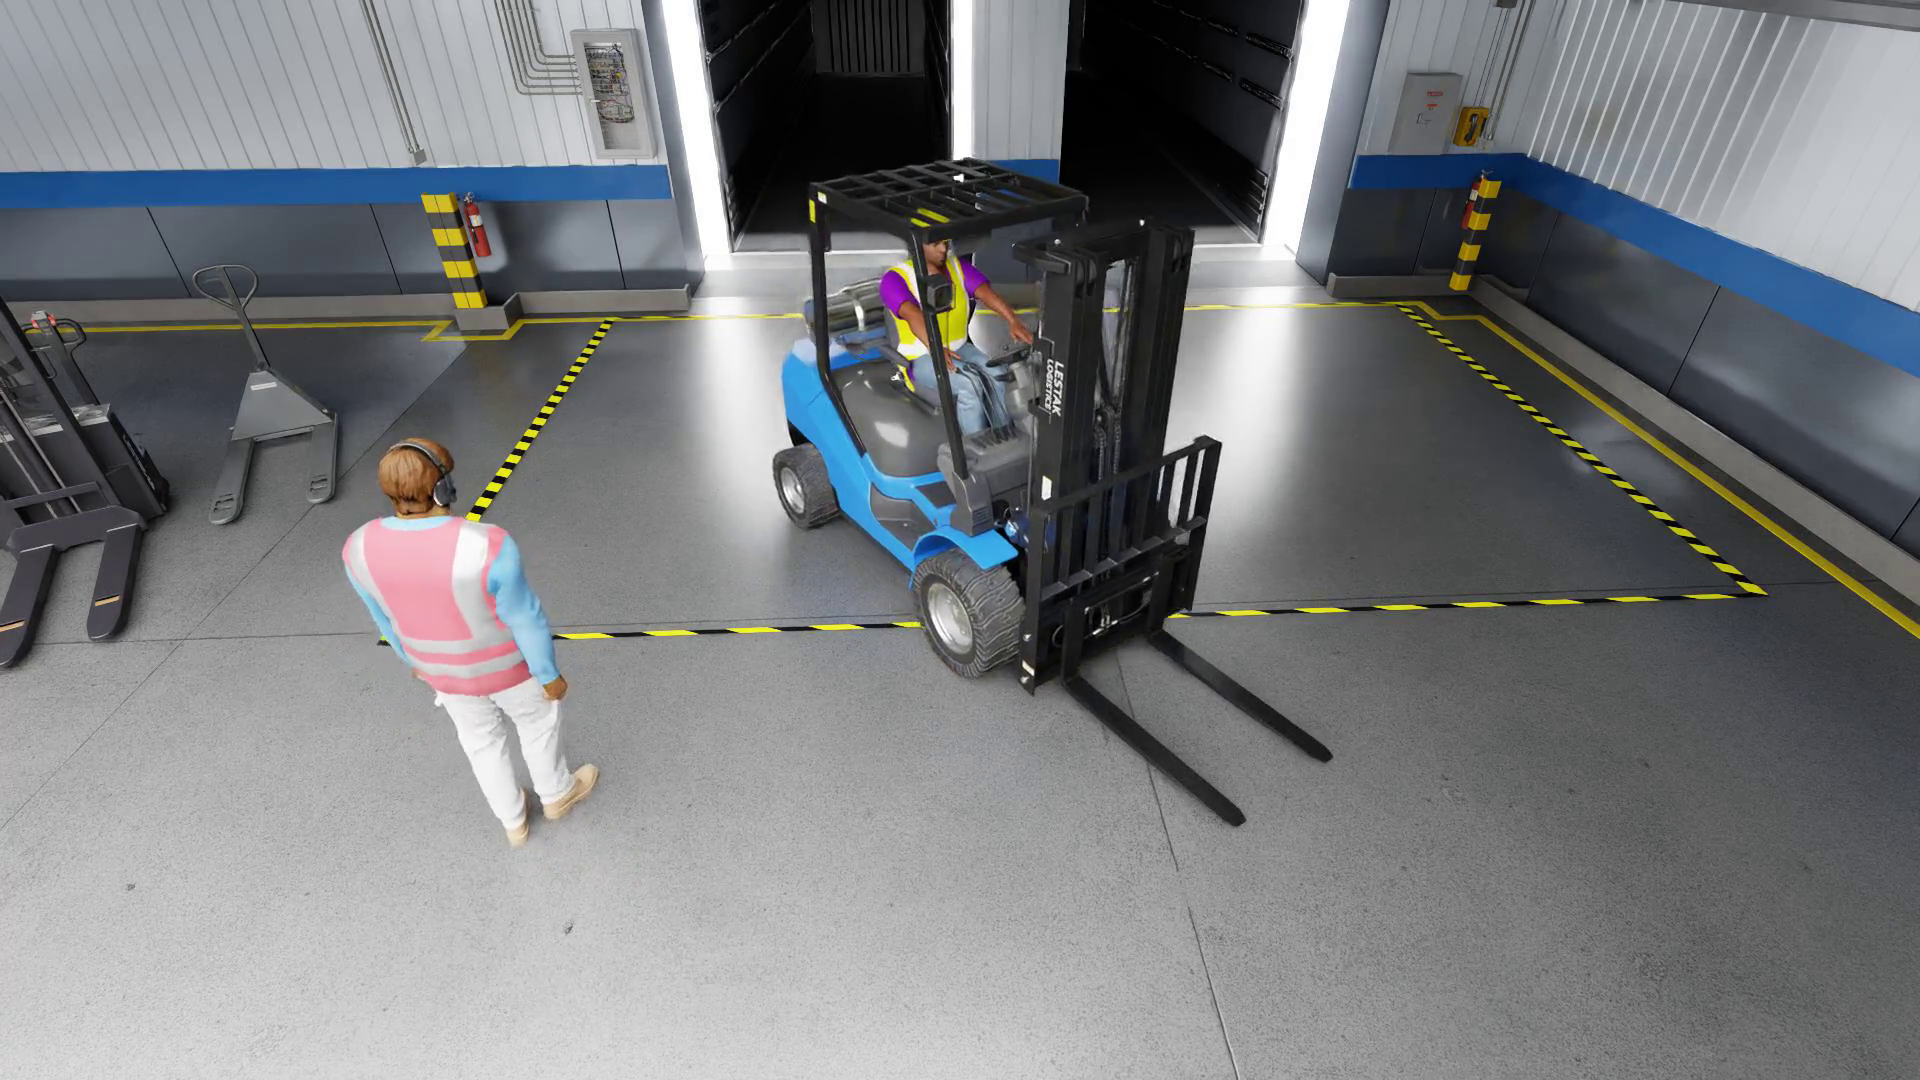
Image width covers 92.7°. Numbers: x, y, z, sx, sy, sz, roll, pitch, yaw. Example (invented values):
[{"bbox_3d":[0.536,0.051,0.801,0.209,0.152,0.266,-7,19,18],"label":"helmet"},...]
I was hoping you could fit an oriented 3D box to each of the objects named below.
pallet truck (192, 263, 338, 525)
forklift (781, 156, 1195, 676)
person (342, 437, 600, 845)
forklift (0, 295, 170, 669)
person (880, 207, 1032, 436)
[{"bbox_3d":[-4.778,-1.027,6.128,0.680,1.201,1.601,-17,38,-23],"label":"pallet truck"},{"bbox_3d":[-0.001,-0.871,4.930,1.157,2.036,2.680,-22,41,-29],"label":"forklift"},{"bbox_3d":[-1.813,0.442,3.498,0.656,1.827,0.466,3,35,4],"label":"person"},{"bbox_3d":[-5.212,-0.618,4.878,0.823,1.965,1.885,-20,39,-26],"label":"forklift"},{"bbox_3d":[0.028,-0.994,4.780,0.635,1.294,1.004,-22,41,-29],"label":"person"}]
